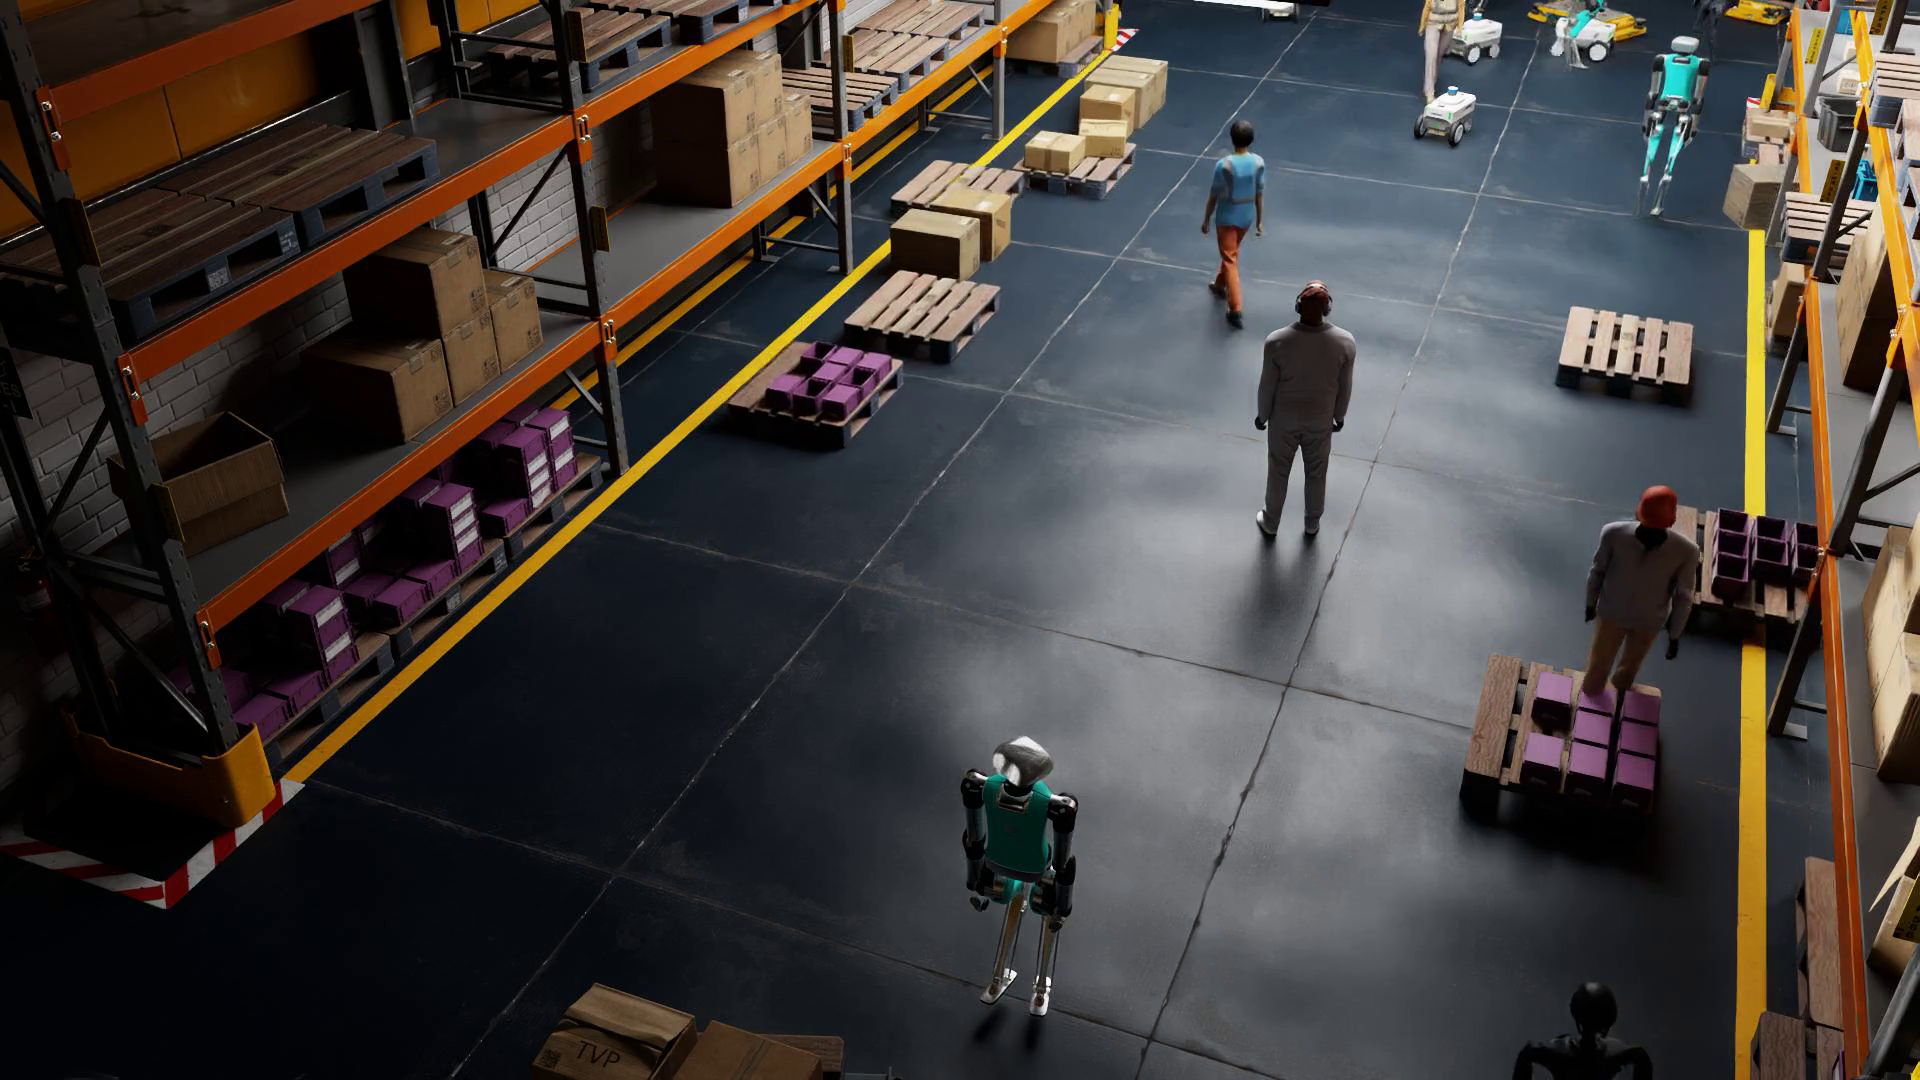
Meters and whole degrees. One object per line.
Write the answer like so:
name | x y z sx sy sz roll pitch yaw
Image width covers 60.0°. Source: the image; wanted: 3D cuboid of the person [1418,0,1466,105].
person | 5.672 -5.985 19.497 0.477 1.726 0.906 -2 33 -3

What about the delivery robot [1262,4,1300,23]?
delivery robot | 4.394 -7.417 22.799 0.499 0.585 0.765 2 33 3

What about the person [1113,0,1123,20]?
person | 2.080 -7.823 22.382 0.318 1.696 0.534 12 35 18

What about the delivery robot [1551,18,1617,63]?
delivery robot | 8.025 -6.468 21.324 0.753 0.579 0.499 16 36 23

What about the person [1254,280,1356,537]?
person | 2.349 -0.888 11.457 0.638 1.910 0.410 1 33 1

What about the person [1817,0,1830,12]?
person | 10.809 -6.739 20.665 0.518 1.731 0.792 26 41 34

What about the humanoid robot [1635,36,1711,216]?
humanoid robot | 6.971 -3.973 16.483 0.568 1.877 0.726 17 36 24

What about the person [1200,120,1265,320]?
person | 2.415 -2.826 14.621 0.504 1.727 0.899 -9 34 -13

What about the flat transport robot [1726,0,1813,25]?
flat transport robot | 11.305 -7.438 23.103 1.431 0.231 0.659 -27 41 -35

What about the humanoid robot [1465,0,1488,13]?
humanoid robot | 7.268 -8.073 22.774 0.656 1.850 0.541 -14 35 -21

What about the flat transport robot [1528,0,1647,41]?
flat transport robot | 8.480 -7.044 22.494 0.659 0.231 1.431 -21 39 -29

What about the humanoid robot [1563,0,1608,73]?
humanoid robot | 7.731 -6.654 20.600 0.666 1.869 0.535 21 38 29

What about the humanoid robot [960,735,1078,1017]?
humanoid robot | 0.341 1.499 7.798 0.533 1.675 0.735 12 35 18

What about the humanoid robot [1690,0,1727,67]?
humanoid robot | 9.400 -6.764 20.768 0.493 1.645 0.606 -4 33 -6

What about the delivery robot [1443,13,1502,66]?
delivery robot | 6.562 -6.423 21.253 0.764 0.578 0.499 -20 38 -27

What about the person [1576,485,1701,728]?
person | 3.846 0.470 9.520 0.574 1.716 0.809 13 35 19

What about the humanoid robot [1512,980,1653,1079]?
humanoid robot | 2.399 2.407 6.581 0.611 1.644 0.365 0 33 0

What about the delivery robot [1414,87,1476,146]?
delivery robot | 5.504 -4.797 18.756 0.499 0.599 0.784 23 39 31
